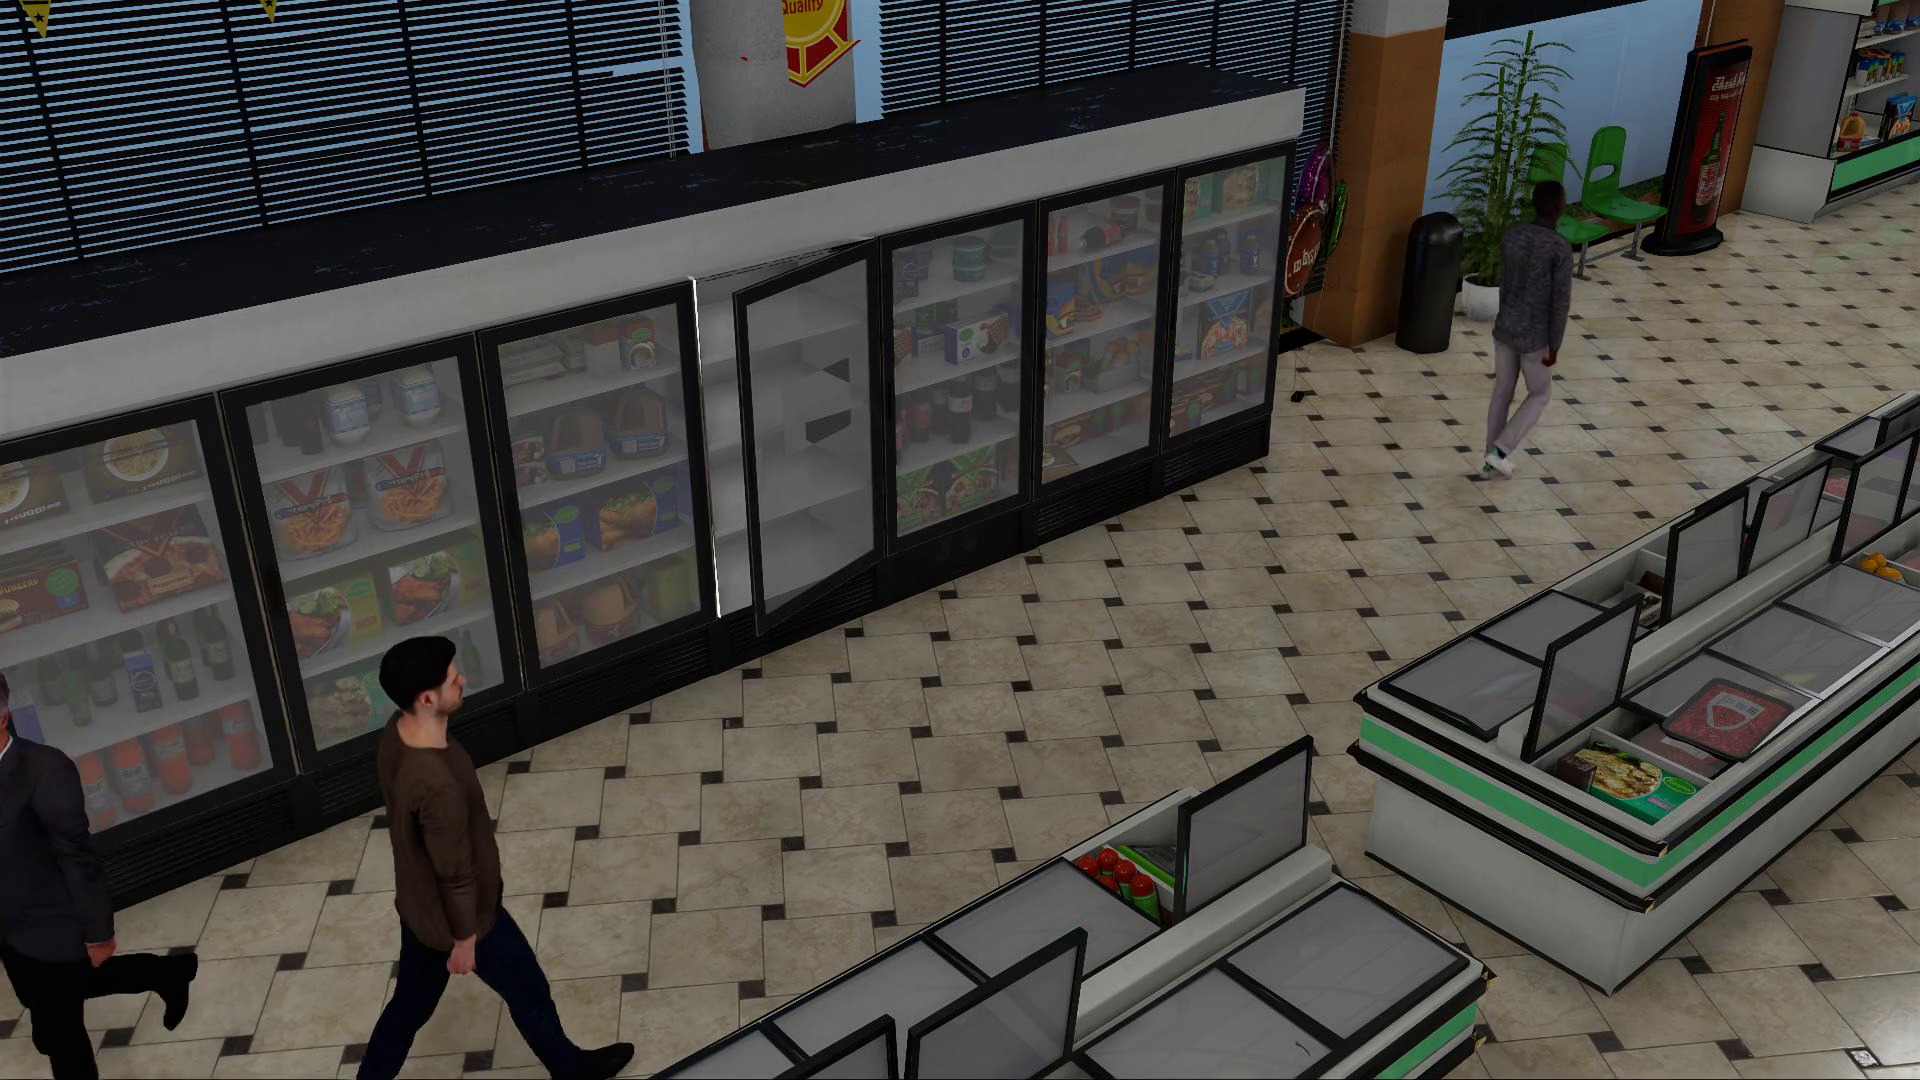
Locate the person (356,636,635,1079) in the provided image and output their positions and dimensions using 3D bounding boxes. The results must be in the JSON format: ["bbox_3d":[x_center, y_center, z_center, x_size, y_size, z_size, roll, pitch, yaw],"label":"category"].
[{"bbox_3d":[-1.661,1.151,5.157,1.160,1.845,0.659,-19,33,-33],"label":"person"}]

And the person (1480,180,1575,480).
[{"bbox_3d":[3.255,-1.186,9.793,0.690,1.820,0.698,-19,33,-33],"label":"person"}]

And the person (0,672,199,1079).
[{"bbox_3d":[-2.813,1.139,5.227,0.967,1.805,1.153,13,30,24],"label":"person"}]
